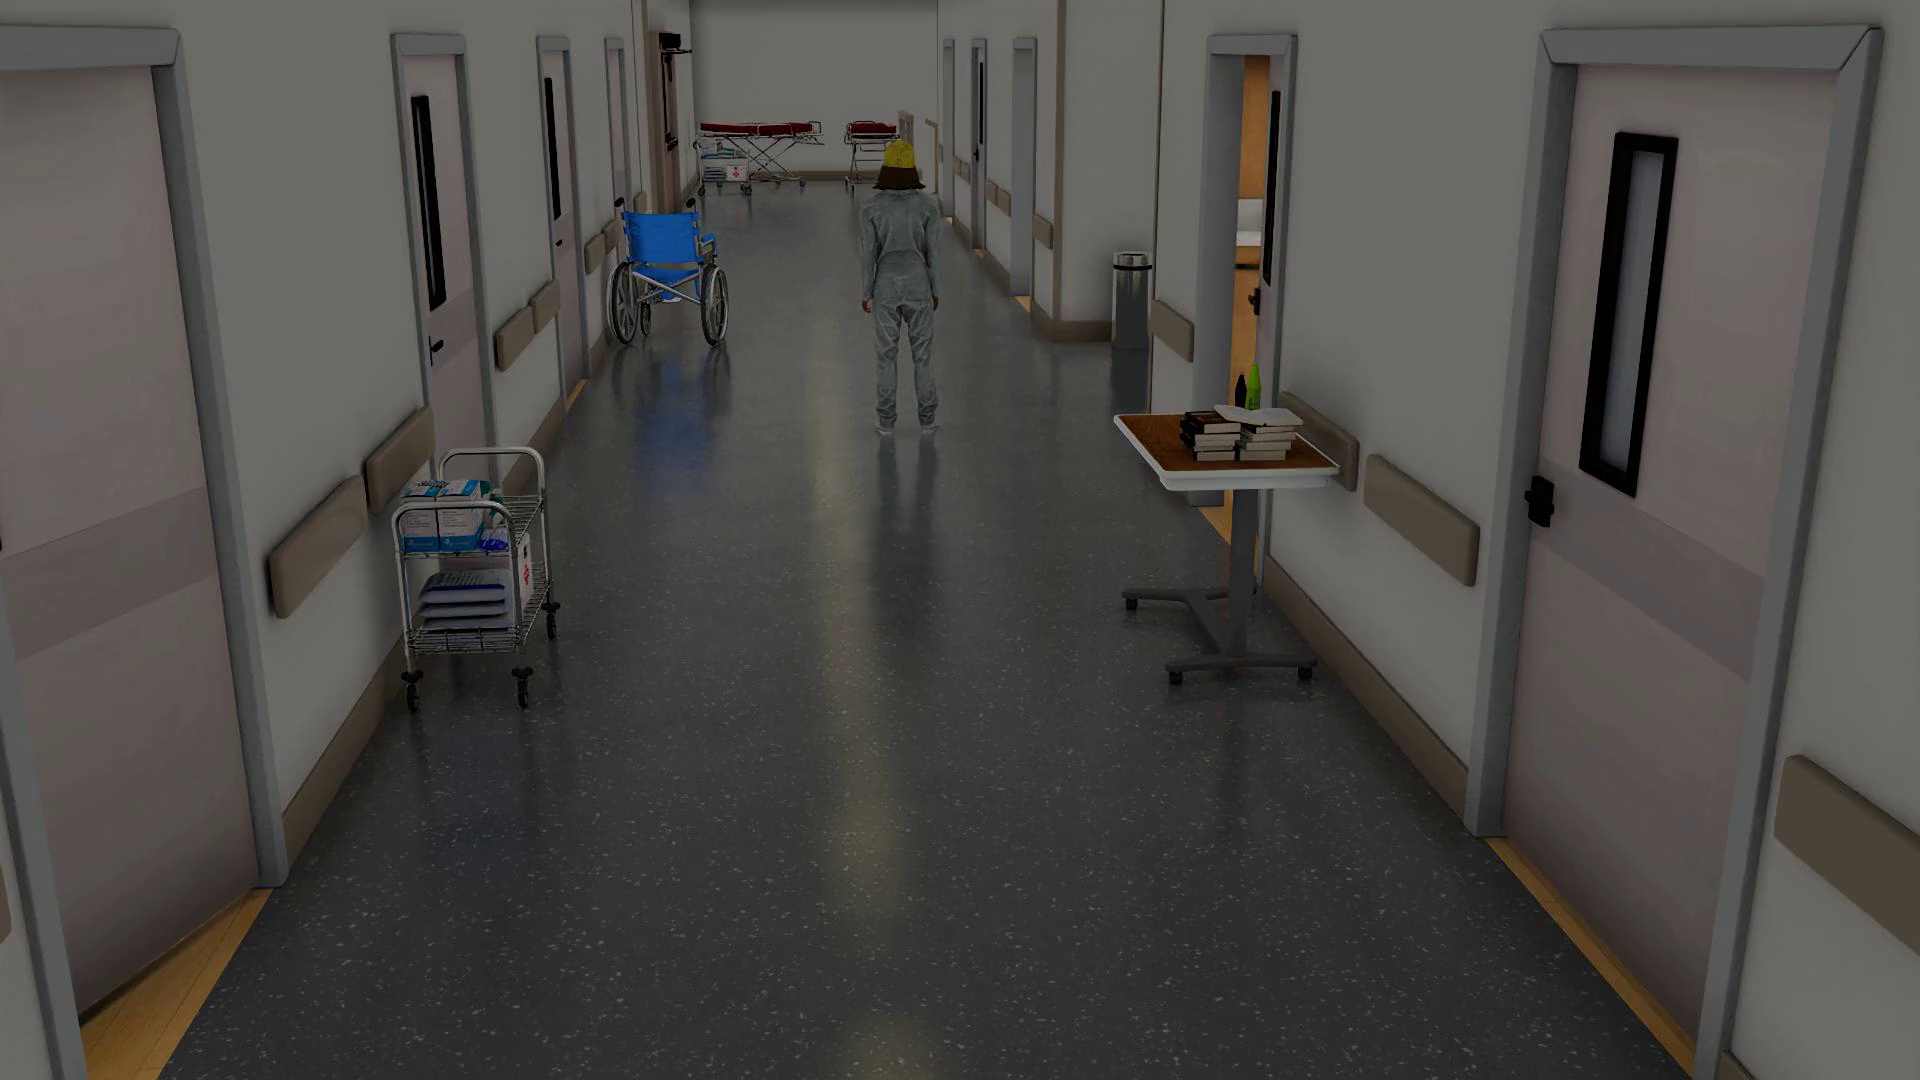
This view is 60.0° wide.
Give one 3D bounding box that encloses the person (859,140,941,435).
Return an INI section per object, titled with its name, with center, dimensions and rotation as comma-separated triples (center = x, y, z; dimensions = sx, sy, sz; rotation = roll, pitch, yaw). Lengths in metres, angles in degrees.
[person]
center = -0.353, -1.497, 9.961
dimensions = 0.484, 1.745, 0.307
rotation = -1, 17, -3
